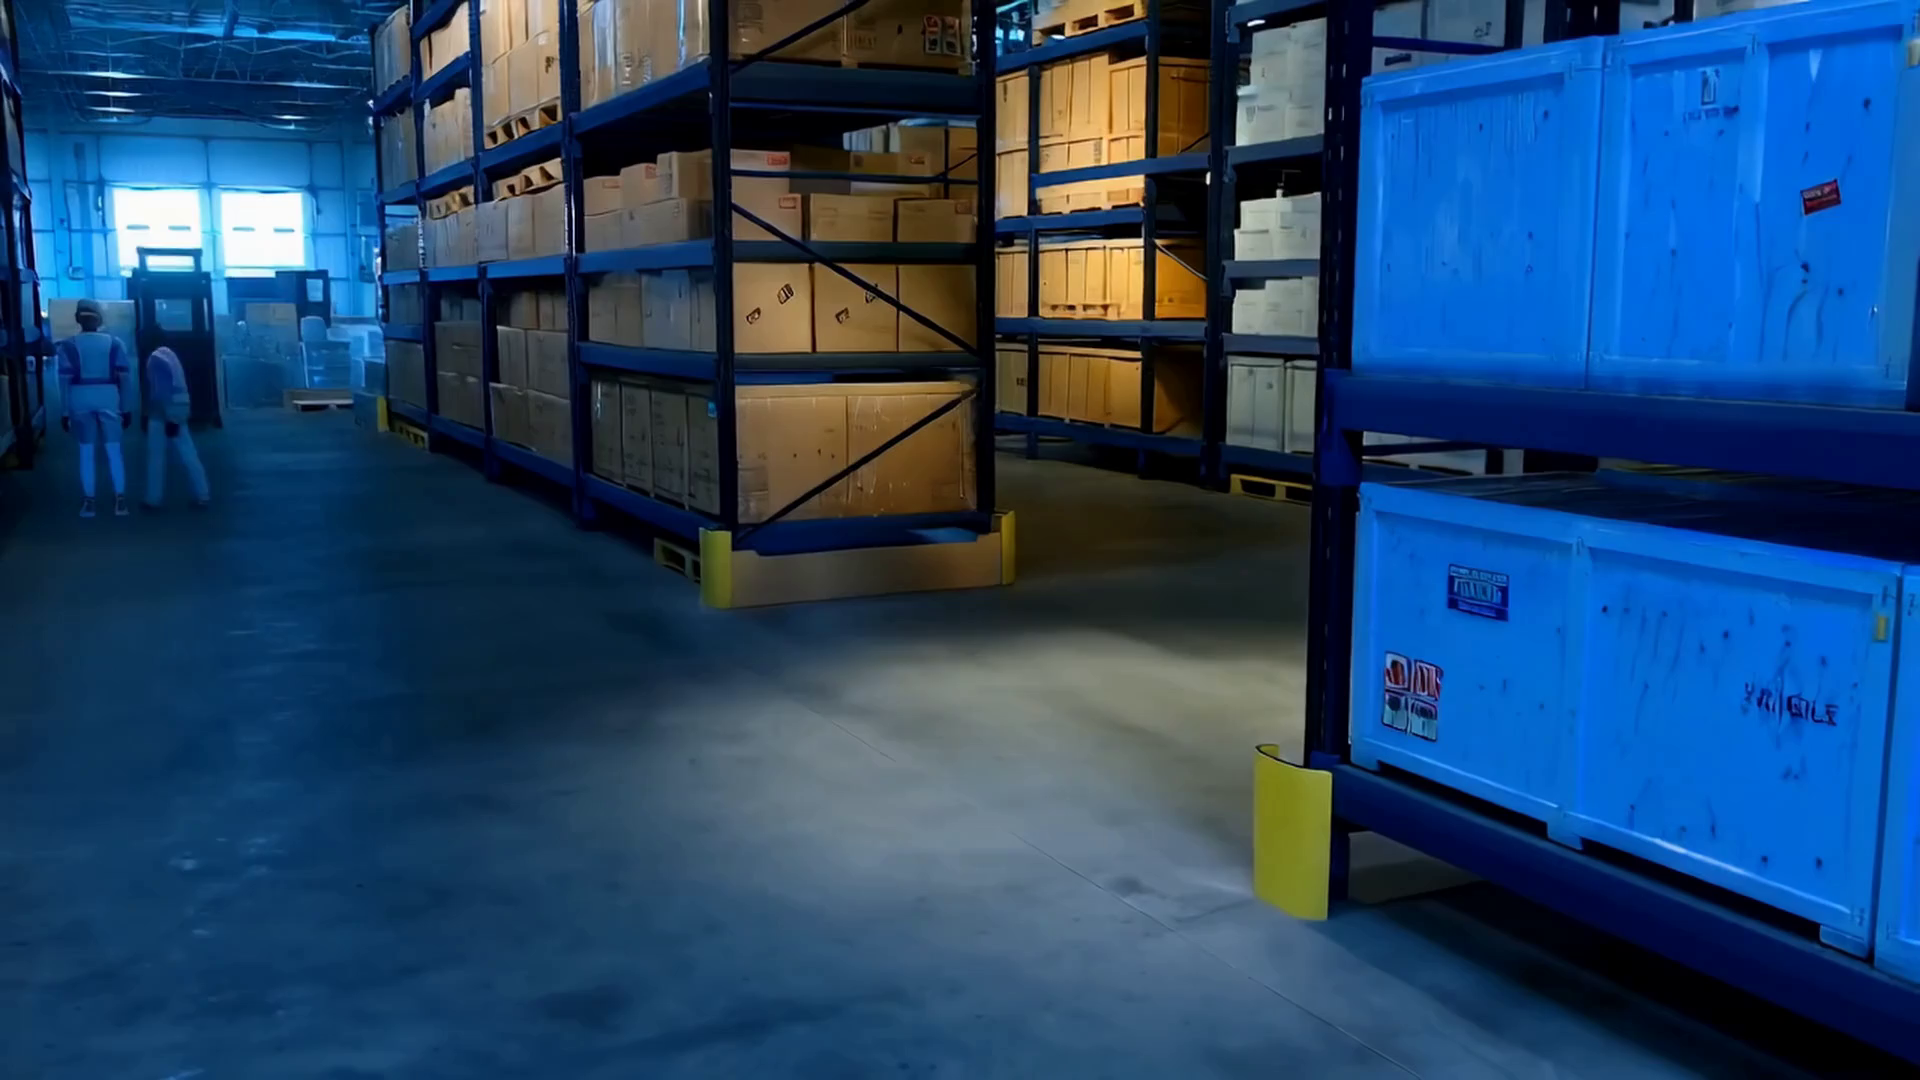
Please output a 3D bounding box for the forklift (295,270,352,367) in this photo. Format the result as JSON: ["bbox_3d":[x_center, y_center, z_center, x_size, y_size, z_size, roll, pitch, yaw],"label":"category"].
[{"bbox_3d":[-18.442,-6.309,47.594,1.873,2.768,1.129,6,10,36],"label":"forklift"}]

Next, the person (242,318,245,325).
[{"bbox_3d":[-16.539,-4.597,39.087,0.587,1.920,0.392,-8,11,-44],"label":"person"}]

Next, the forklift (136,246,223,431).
[{"bbox_3d":[-12.218,-3.164,25.904,1.129,2.768,1.873,-4,9,-26],"label":"forklift"}]

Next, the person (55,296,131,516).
[{"bbox_3d":[-8.095,-1.247,15.563,0.607,2.044,0.377,-6,10,-37],"label":"person"}]

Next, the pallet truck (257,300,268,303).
[{"bbox_3d":[-23.913,-7.404,58.171,1.885,1.965,0.823,-1,8,-9],"label":"pallet truck"}]

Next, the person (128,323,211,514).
[{"bbox_3d":[-7.508,-1.147,15.760,0.680,1.806,0.654,-2,9,-14],"label":"person"}]
